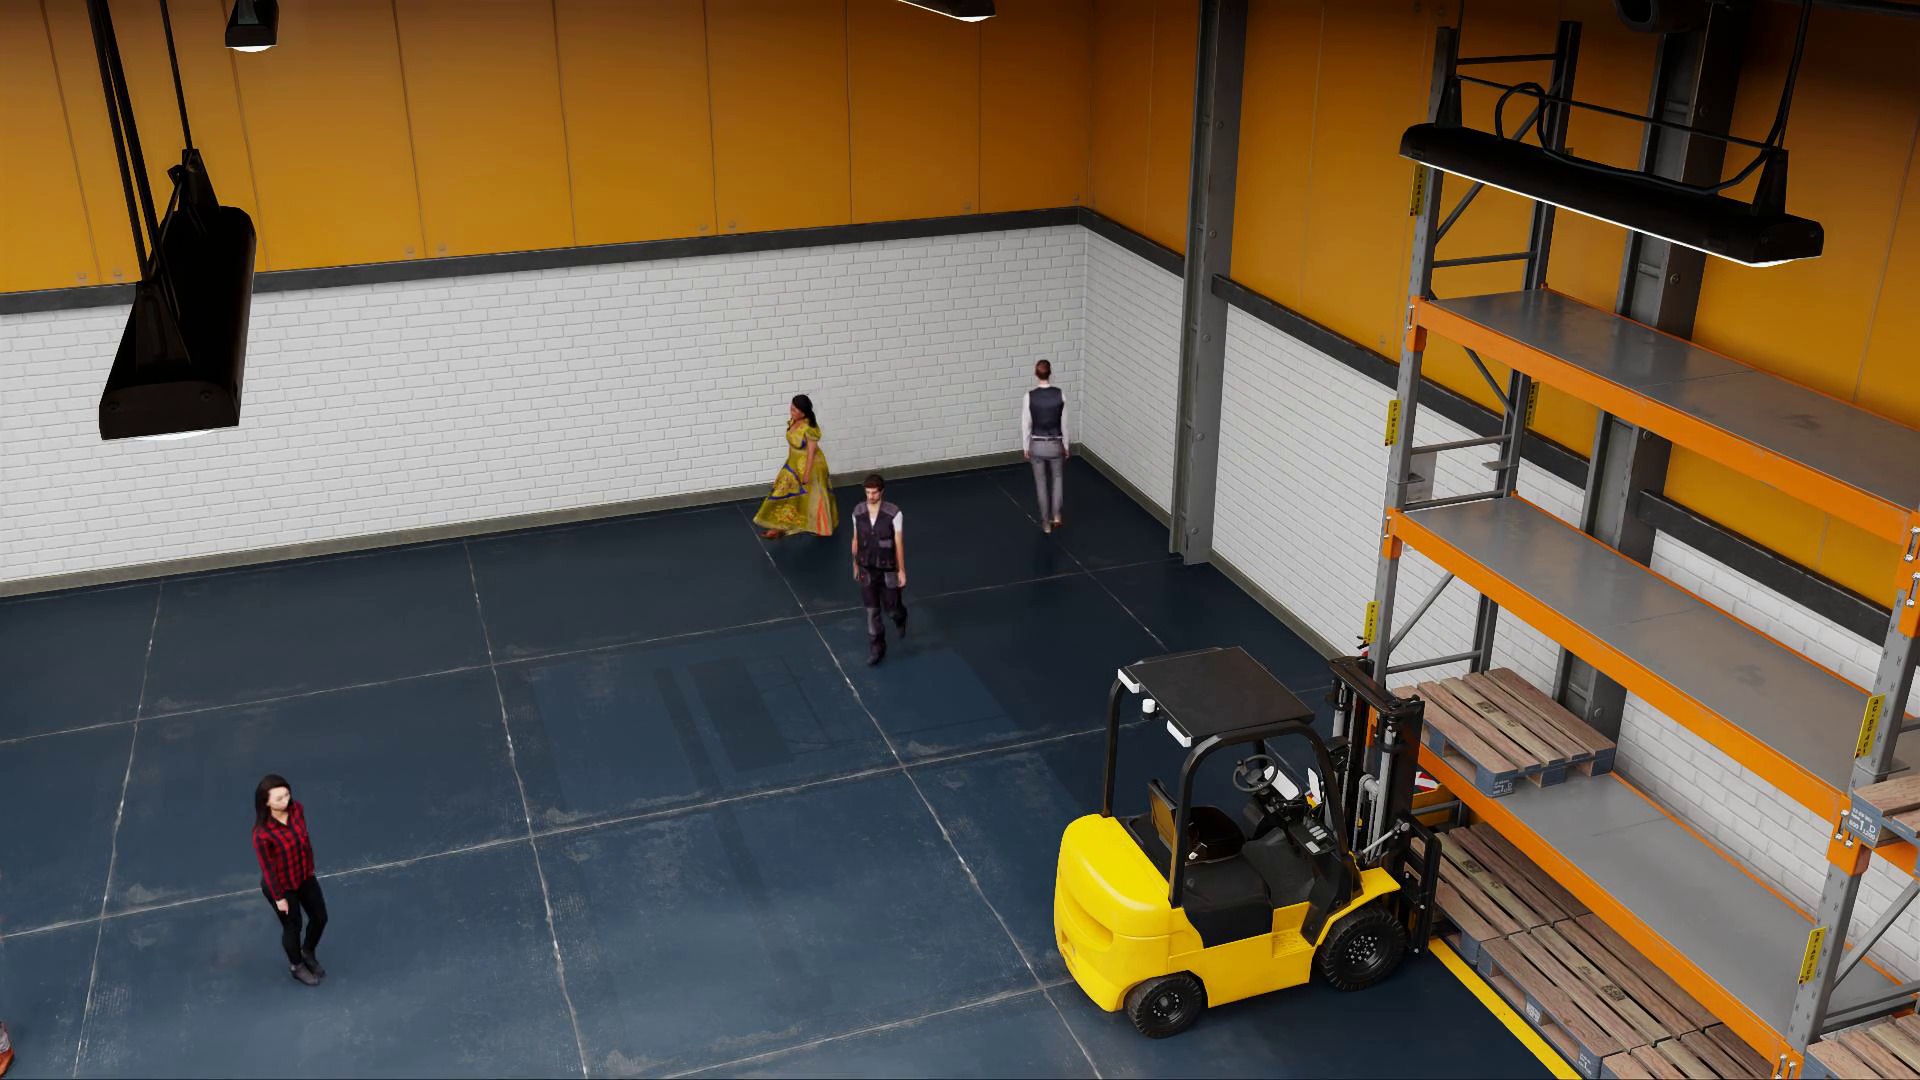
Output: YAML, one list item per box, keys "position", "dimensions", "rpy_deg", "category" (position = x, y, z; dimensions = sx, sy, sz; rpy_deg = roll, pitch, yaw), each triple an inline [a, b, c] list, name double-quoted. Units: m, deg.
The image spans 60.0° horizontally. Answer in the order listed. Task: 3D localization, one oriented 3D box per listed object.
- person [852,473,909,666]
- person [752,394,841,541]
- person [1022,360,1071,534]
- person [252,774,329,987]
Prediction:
- position: [-0.706, 0.220, 15.193]
  dimensions: [0.935, 1.833, 1.019]
  rpy_deg: [6, 24, 14]
  category: "person"
- position: [-1.573, -0.774, 17.731]
  dimensions: [1.065, 1.622, 1.283]
  rpy_deg: [-18, 30, -36]
  category: "person"
- position: [0.922, -0.962, 17.783]
  dimensions: [0.774, 1.926, 0.787]
  rpy_deg: [2, 24, 4]
  category: "person"
- position: [-4.459, 2.218, 10.861]
  dimensions: [0.747, 1.643, 0.673]
  rpy_deg: [8, 25, 17]
  category: "person"
